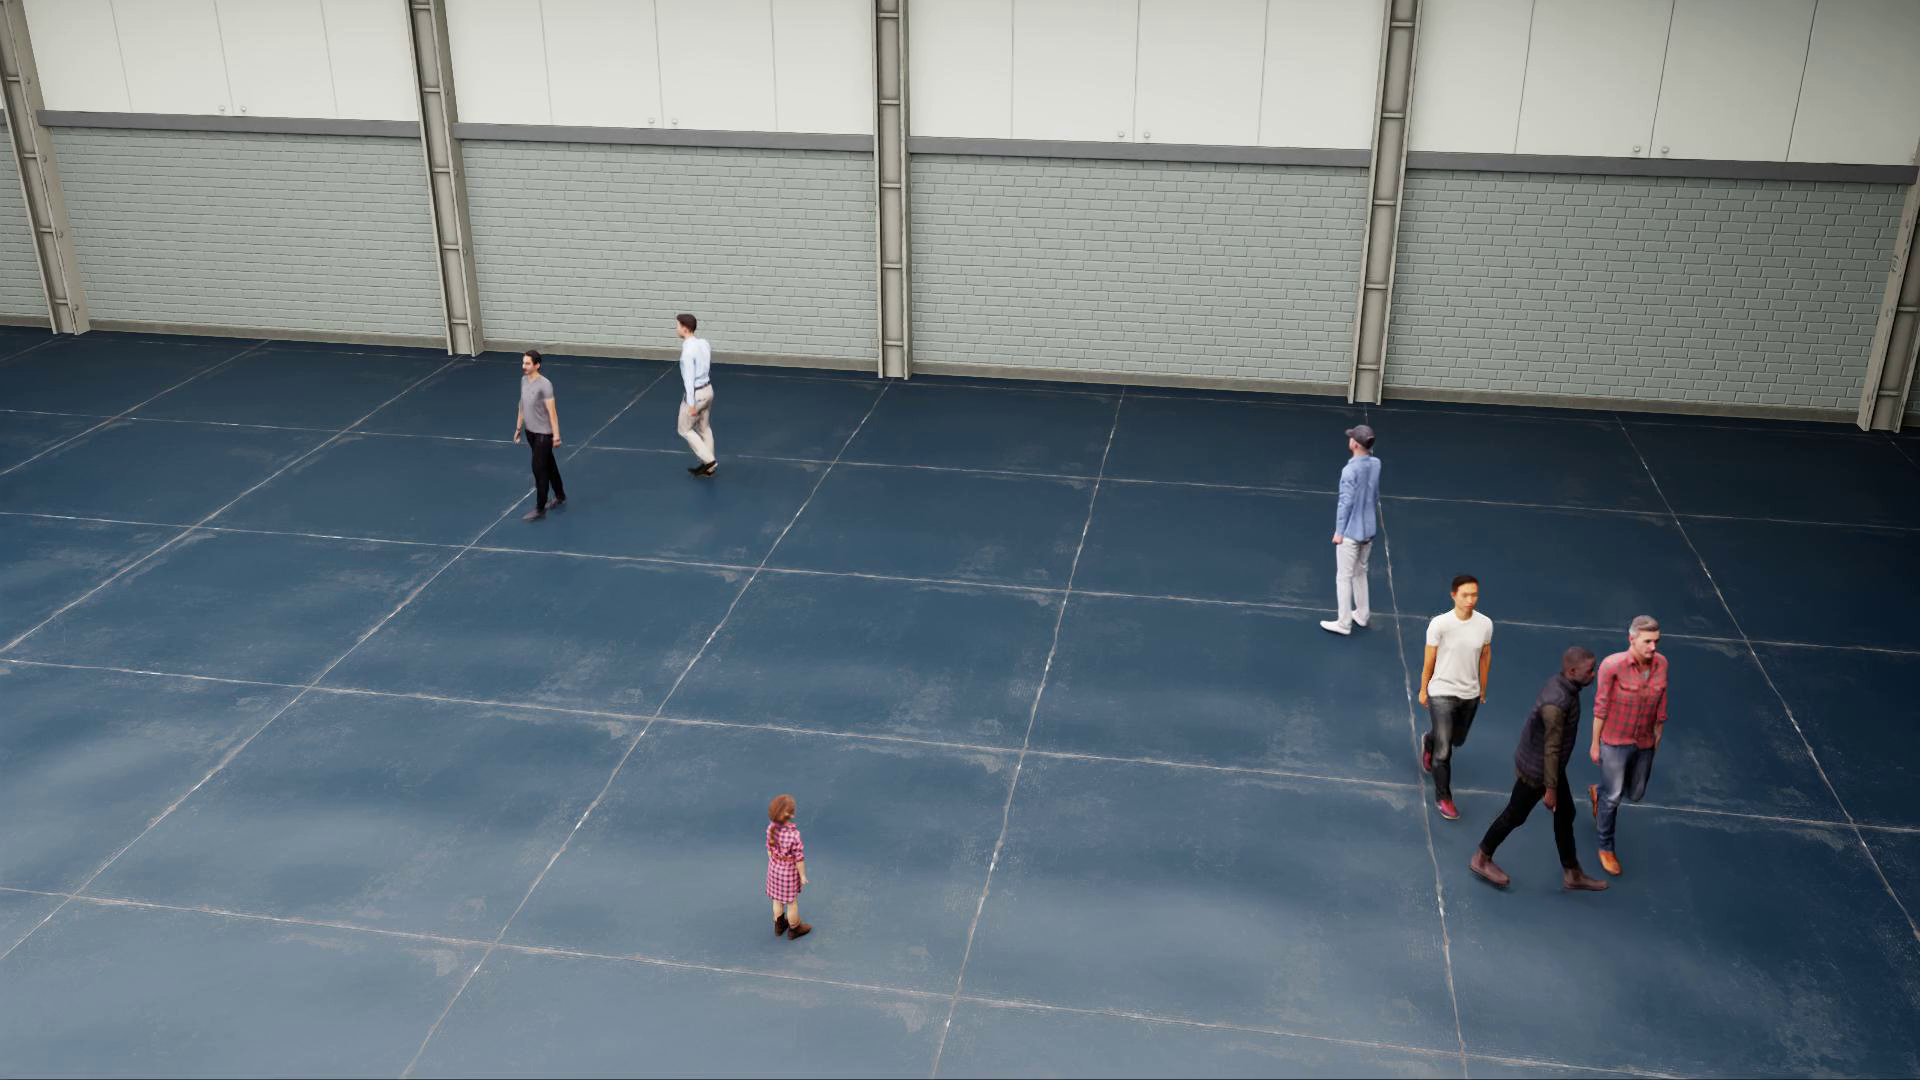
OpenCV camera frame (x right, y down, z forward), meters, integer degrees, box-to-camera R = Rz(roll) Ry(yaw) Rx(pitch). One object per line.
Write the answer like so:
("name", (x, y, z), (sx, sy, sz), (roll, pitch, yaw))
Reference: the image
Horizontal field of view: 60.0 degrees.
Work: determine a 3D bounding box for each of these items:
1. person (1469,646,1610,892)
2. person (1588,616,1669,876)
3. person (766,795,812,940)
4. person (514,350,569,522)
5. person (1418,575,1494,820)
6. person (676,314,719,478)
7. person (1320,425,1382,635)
("person", (3.739, 1.491, 10.921), (1.258, 1.786, 1.066), (13, 26, 27))
("person", (4.475, 1.315, 11.299), (1.022, 1.813, 0.948), (-3, 23, -7))
("person", (-1.109, 2.067, 10.543), (0.455, 1.021, 0.548), (14, 27, 29))
("person", (-4.254, -1.132, 17.154), (0.953, 1.734, 0.949), (21, 31, 40))
("person", (3.514, 1.056, 11.946), (1.078, 1.783, 0.927), (-3, 23, -8))
("person", (-2.763, -1.530, 17.961), (0.739, 1.835, 0.717), (9, 25, 20))
("person", (3.463, -0.096, 14.528), (0.758, 1.883, 0.791), (-20, 30, -39))
